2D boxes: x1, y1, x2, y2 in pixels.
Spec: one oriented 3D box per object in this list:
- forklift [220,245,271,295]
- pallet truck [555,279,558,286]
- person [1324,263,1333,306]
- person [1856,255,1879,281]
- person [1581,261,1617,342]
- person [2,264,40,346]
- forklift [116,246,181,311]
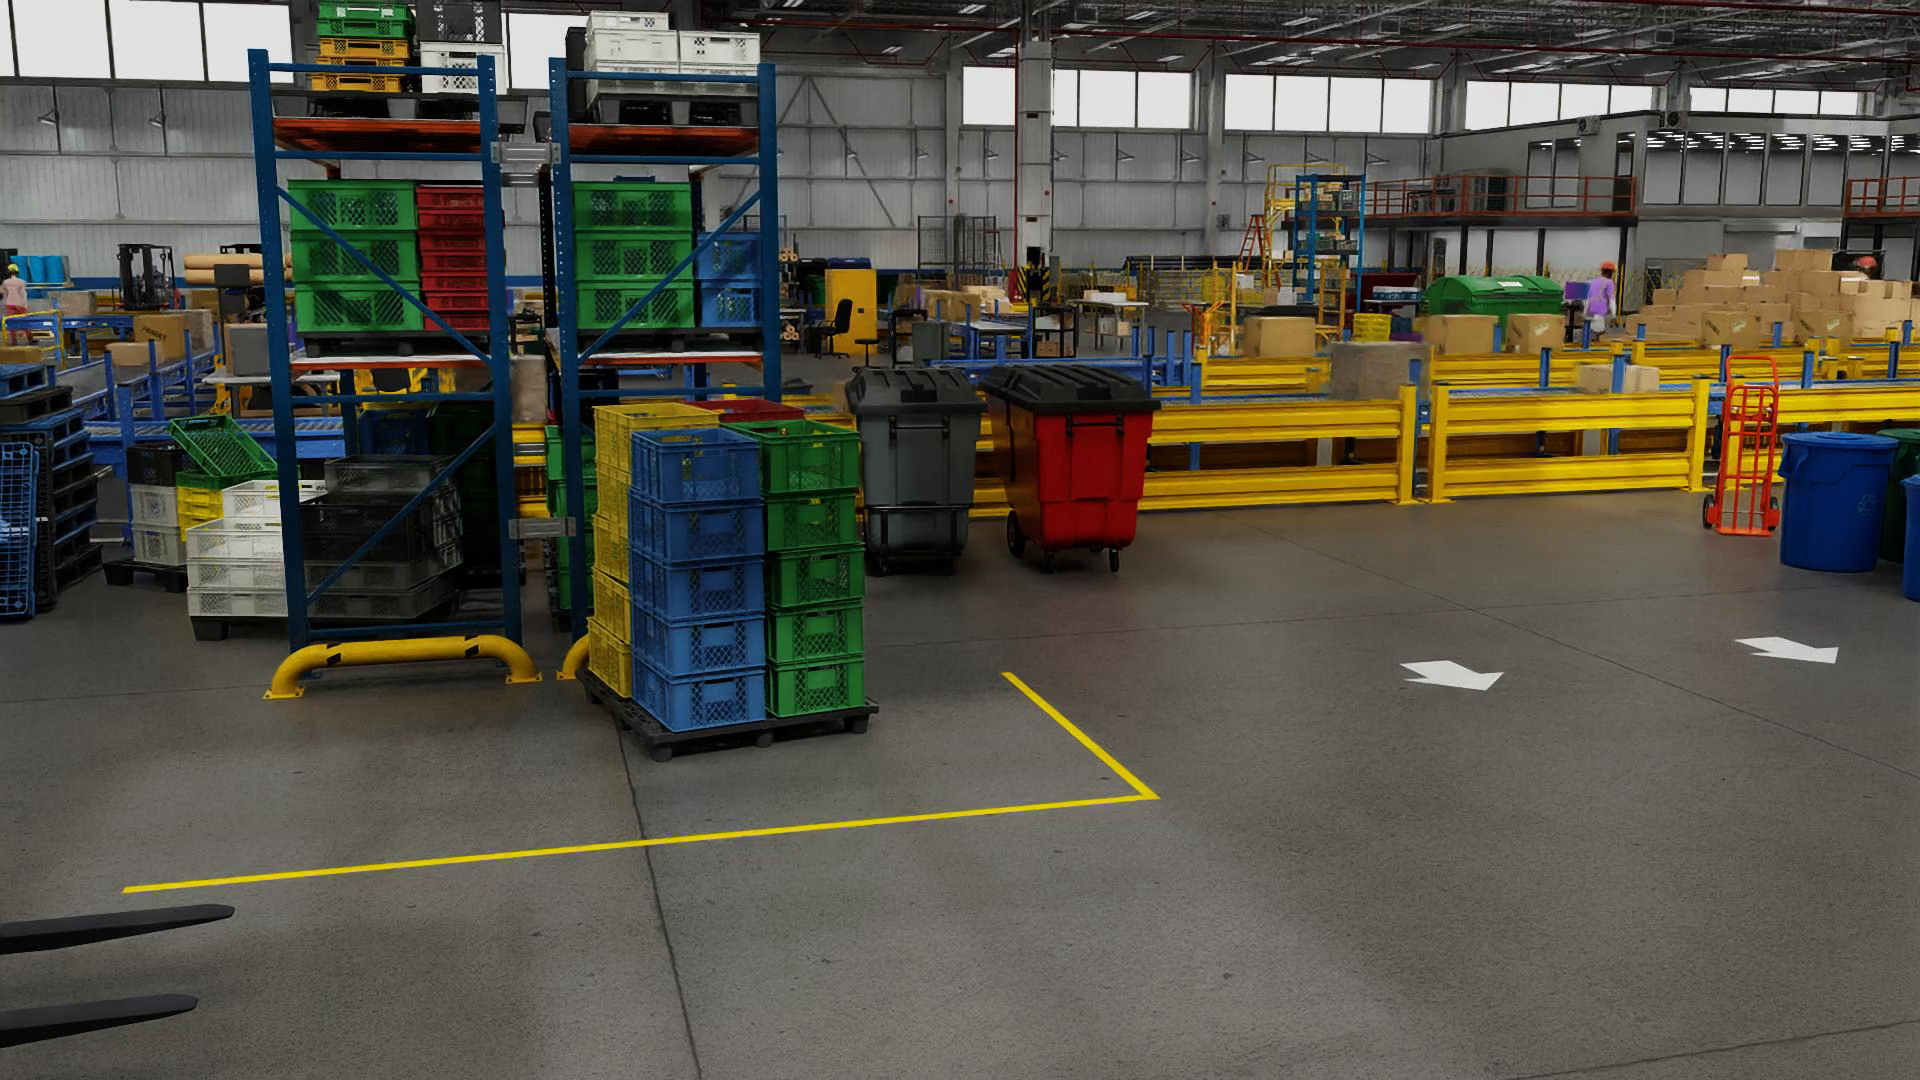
[{"bbox_3d":[-17.749,-6.334,41.440,1.157,1.987,2.680,-3,10,-17],"label":"forklift"},{"bbox_3d":[-10.604,-6.375,44.520,0.653,1.274,1.630,-3,10,-15],"label":"pallet truck"},{"bbox_3d":[10.767,-7.322,48.762,0.542,1.701,0.535,3,10,15],"label":"person"},{"bbox_3d":[14.640,-3.643,27.124,0.648,1.981,0.629,3,10,17],"label":"person"},{"bbox_3d":[11.465,-4.050,29.772,1.018,1.867,0.573,-2,10,-11],"label":"person"},{"bbox_3d":[-19.937,-4.962,35.241,0.551,1.738,0.713,0,10,2],"label":"person"},{"bbox_3d":[-19.966,-6.232,40.894,1.157,1.987,2.680,-3,10,-15],"label":"forklift"}]
